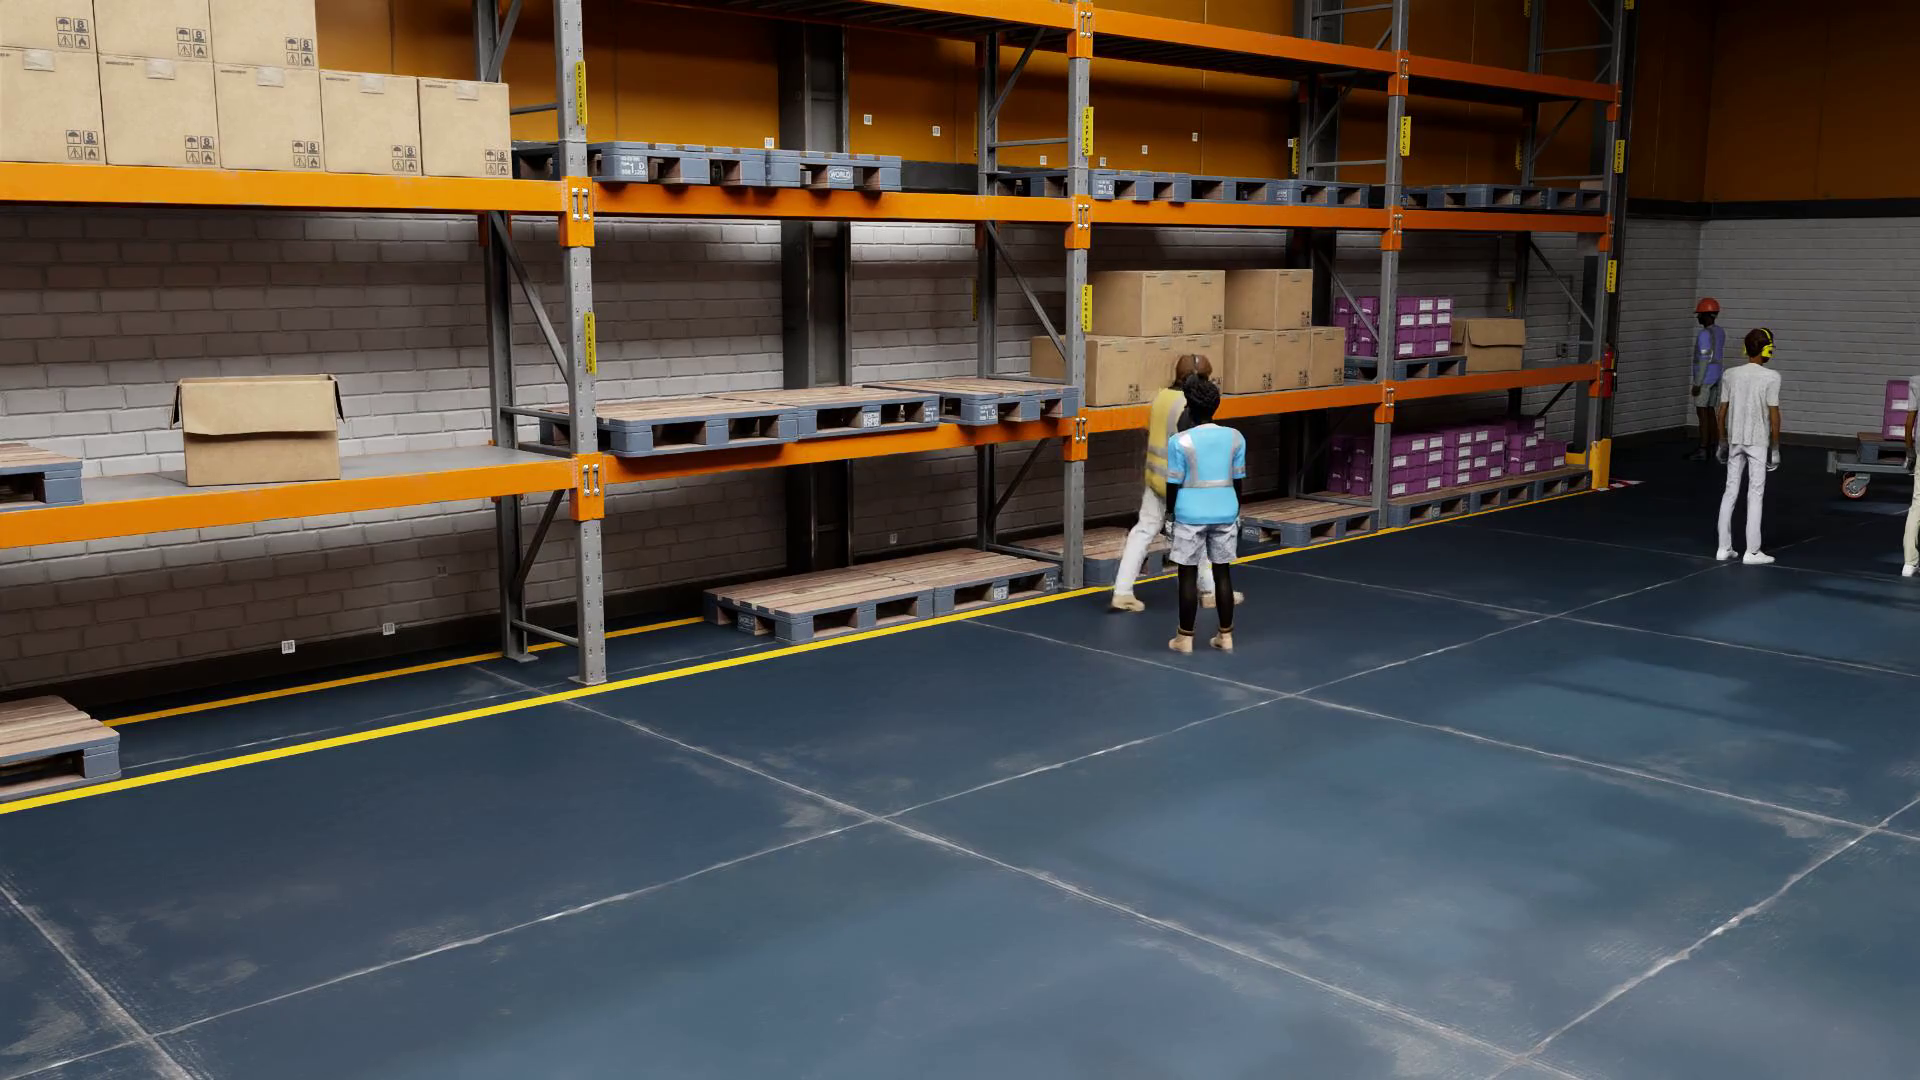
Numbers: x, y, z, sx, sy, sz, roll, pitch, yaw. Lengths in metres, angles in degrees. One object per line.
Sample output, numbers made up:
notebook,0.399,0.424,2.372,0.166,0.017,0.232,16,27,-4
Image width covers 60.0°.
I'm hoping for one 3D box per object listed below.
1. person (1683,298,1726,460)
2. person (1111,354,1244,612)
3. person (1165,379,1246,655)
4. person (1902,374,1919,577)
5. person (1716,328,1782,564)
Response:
person,8.903,-1.925,19.911,0.373,1.934,0.551,9,13,43
person,1.457,-0.375,11.327,0.984,1.783,0.724,-3,10,-19
person,1.488,-0.132,10.137,0.536,1.694,0.321,-3,10,-17
person,7.374,-0.630,12.514,0.328,1.877,0.513,-7,12,-35
person,6.264,-0.744,13.202,0.310,1.868,0.534,-7,12,-34
